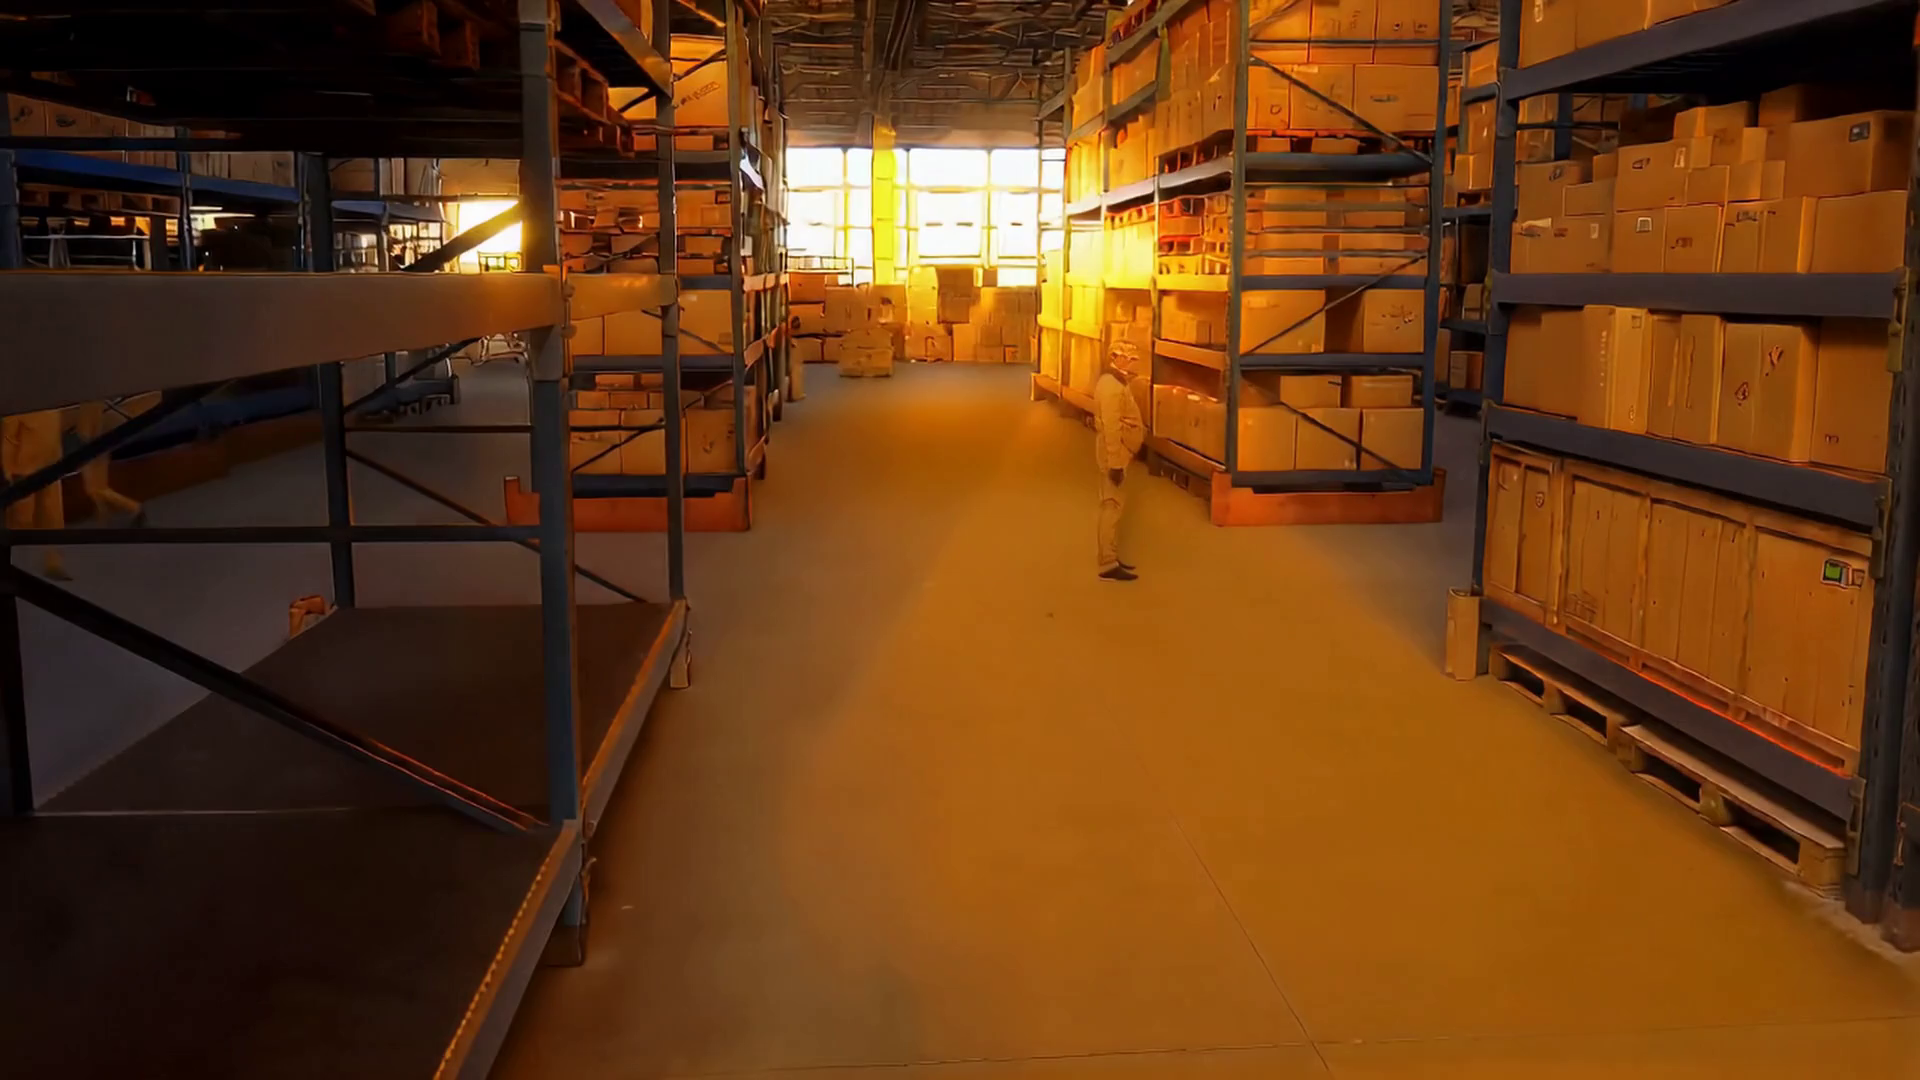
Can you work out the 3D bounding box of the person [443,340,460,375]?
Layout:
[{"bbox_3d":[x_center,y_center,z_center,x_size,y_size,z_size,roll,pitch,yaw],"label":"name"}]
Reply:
[{"bbox_3d":[-12.357,-4.978,40.248,0.600,1.967,0.369,3,9,16],"label":"person"}]

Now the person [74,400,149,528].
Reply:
[{"bbox_3d":[-7.686,-0.837,14.933,0.553,1.754,0.532,-3,9,-17],"label":"person"}]

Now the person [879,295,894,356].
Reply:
[{"bbox_3d":[-2.194,-6.418,49.735,0.434,1.824,0.649,-5,10,-27],"label":"person"}]

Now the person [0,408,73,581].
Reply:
[{"bbox_3d":[-7.302,-0.538,13.027,0.590,1.747,0.554,4,10,22],"label":"person"}]

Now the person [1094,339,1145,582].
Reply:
[{"bbox_3d":[1.261,-0.636,13.185,0.399,1.905,0.643,1,9,6],"label":"person"}]
